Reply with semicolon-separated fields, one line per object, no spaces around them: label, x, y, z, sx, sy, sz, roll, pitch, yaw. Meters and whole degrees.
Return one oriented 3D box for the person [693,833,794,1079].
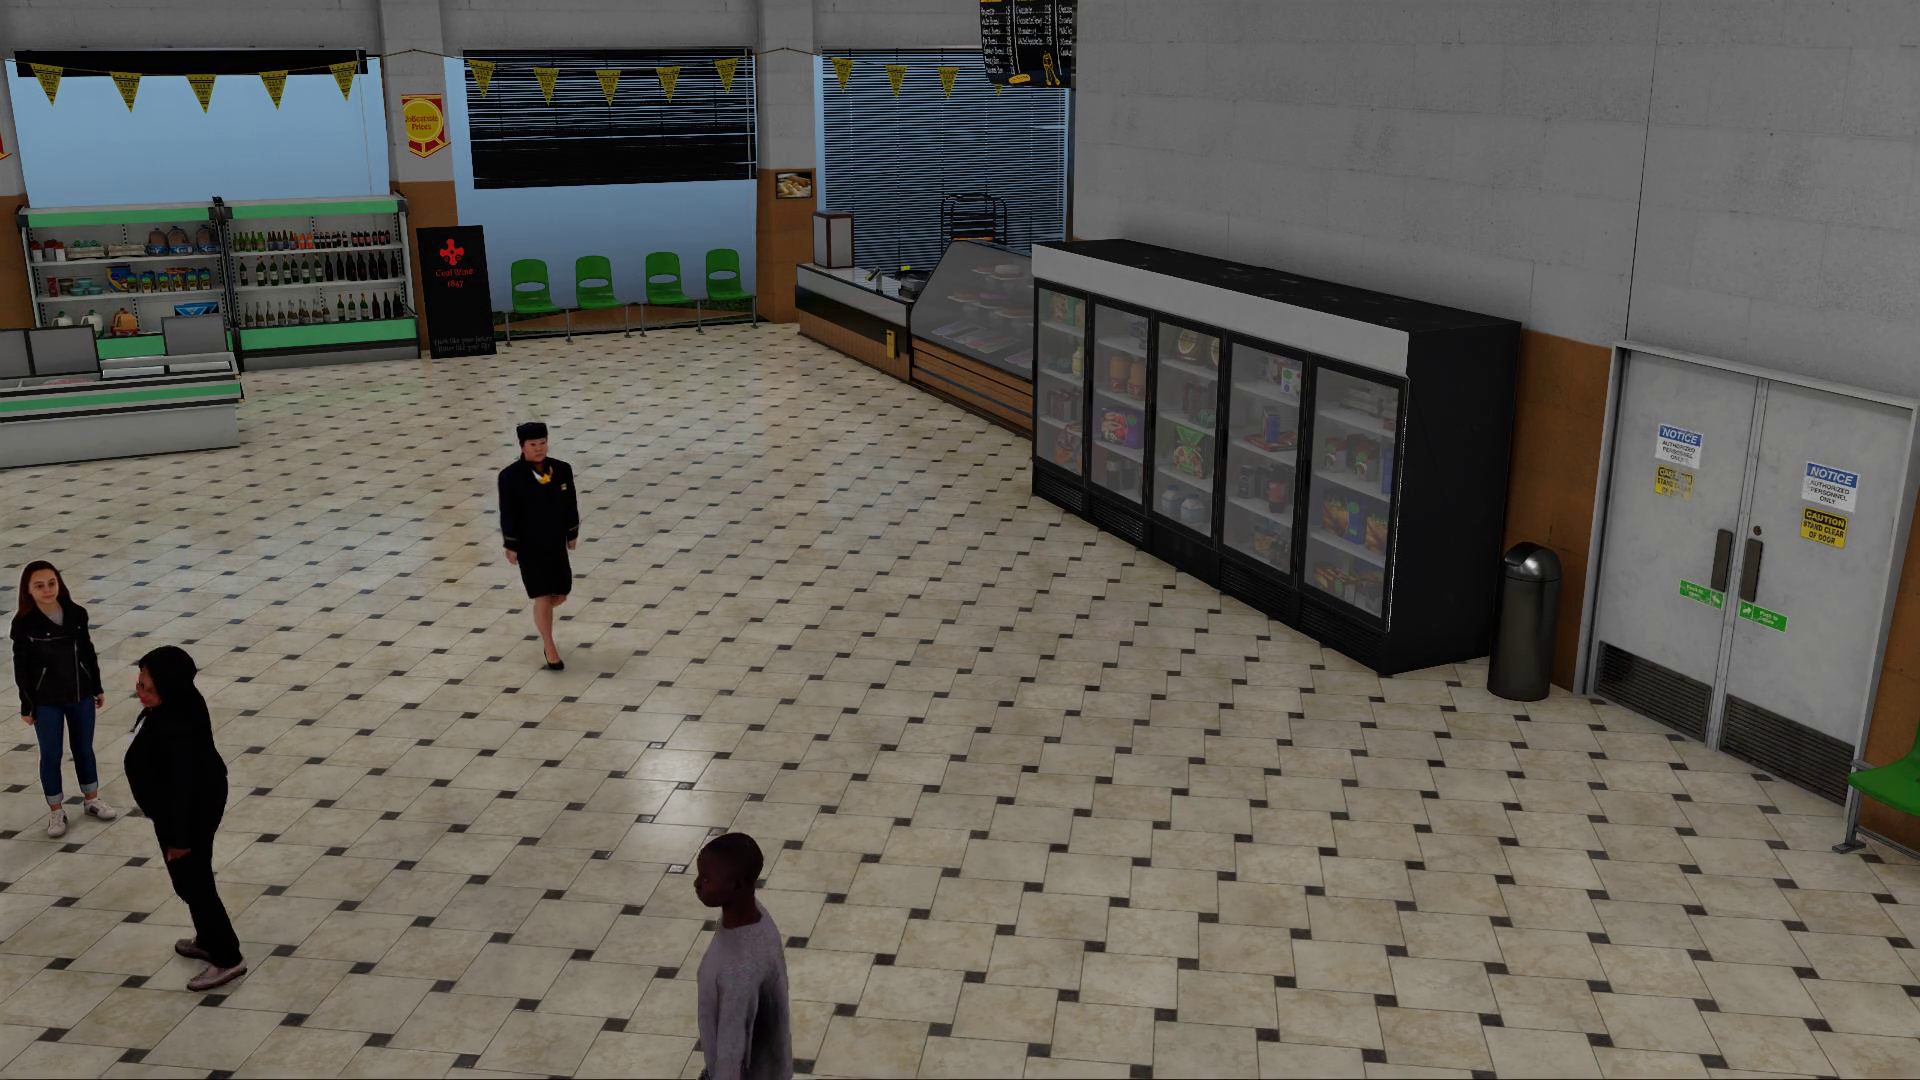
person;-0.583;1.730;5.301;0.857;1.755;0.733;-4;17;-11

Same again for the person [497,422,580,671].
person;-2.800;0.027;11.070;0.803;1.660;0.806;-10;20;-30

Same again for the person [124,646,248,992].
person;-3.428;1.183;7.385;0.621;1.590;0.698;-2;17;-6

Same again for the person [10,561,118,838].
person;-4.757;0.811;8.796;0.691;1.483;0.560;14;22;39
